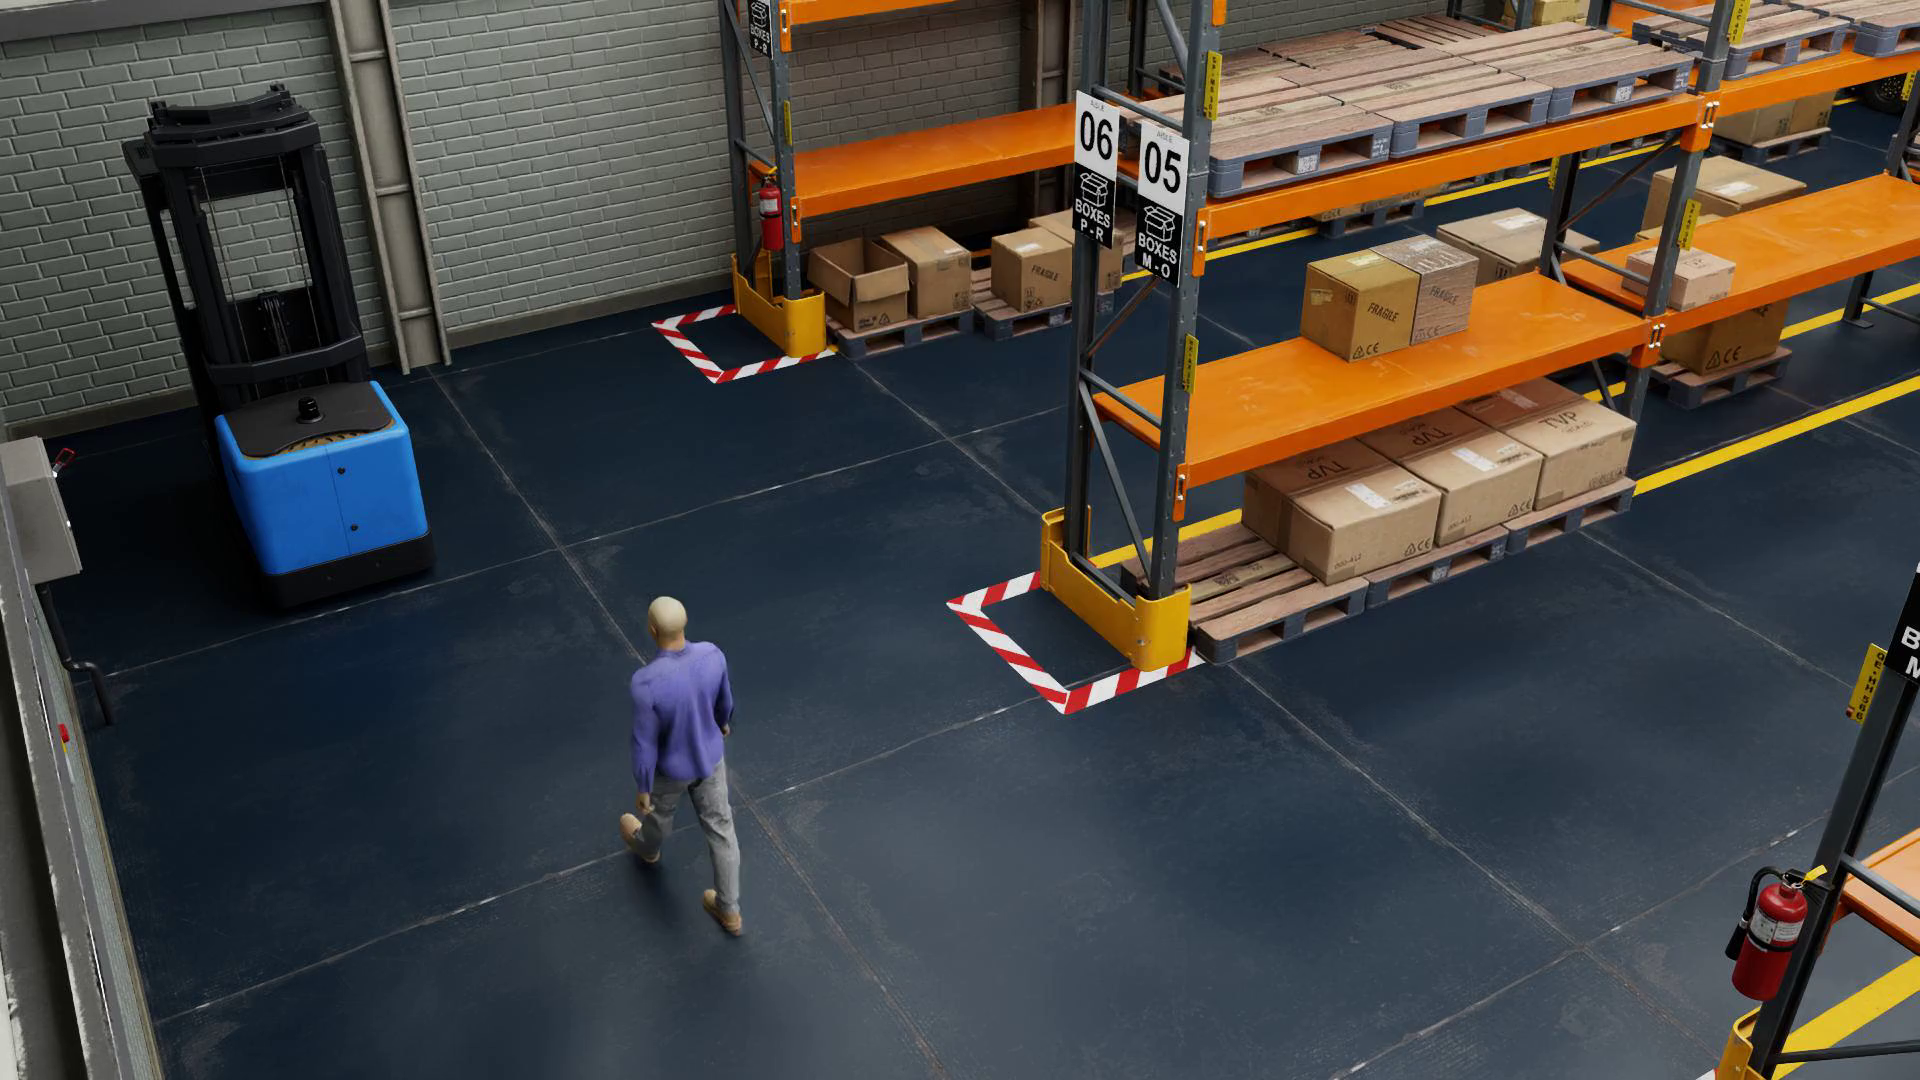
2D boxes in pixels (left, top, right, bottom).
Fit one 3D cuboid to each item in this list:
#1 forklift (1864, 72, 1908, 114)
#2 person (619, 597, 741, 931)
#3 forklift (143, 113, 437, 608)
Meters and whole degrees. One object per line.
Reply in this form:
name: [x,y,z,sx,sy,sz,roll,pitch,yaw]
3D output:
forklift: [11.468,-5.645,18.244,1.214,2.155,2.313,-17,36,-26]
person: [-1.353,0.991,7.925,0.629,1.749,0.939,-23,38,-32]
forklift: [-4.289,-1.259,10.509,1.129,2.768,1.873,-17,36,-26]
